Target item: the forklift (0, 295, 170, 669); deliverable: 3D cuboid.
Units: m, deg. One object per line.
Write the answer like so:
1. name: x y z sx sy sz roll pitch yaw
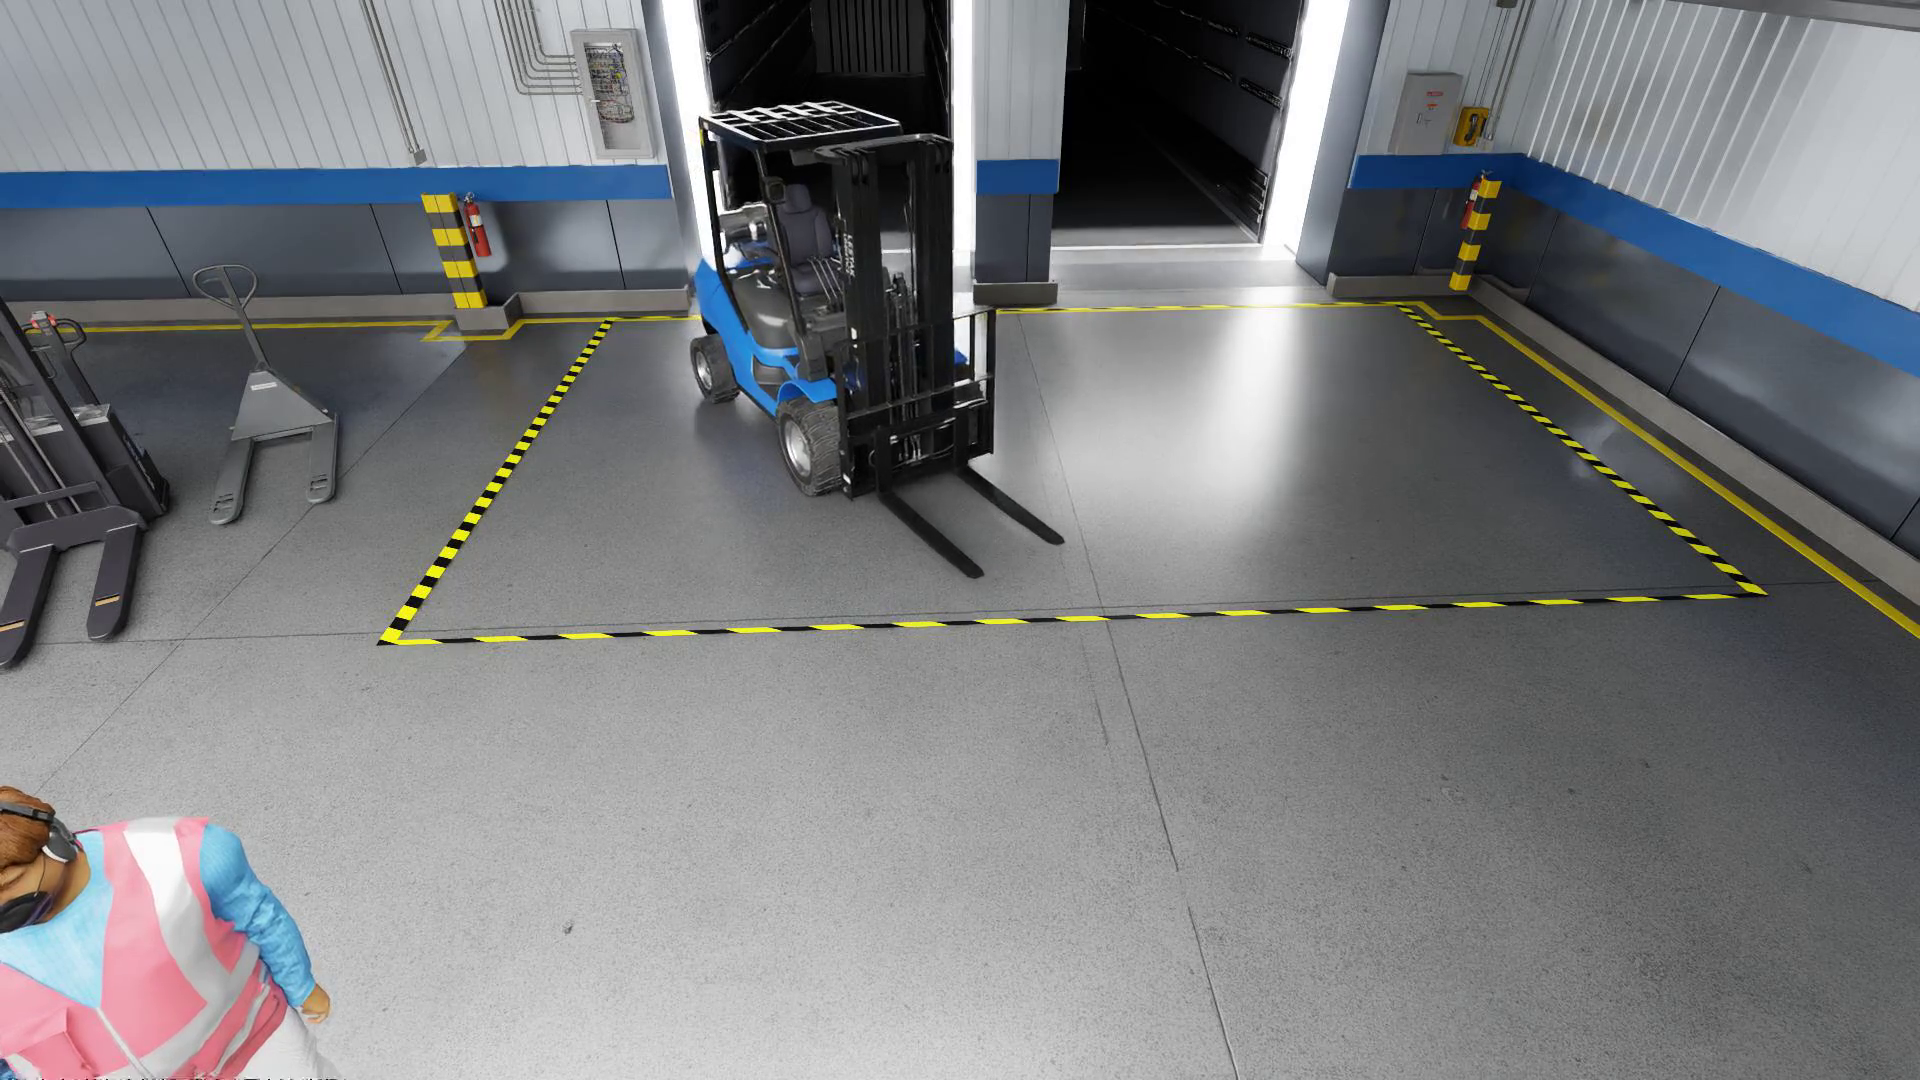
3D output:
1. forklift: -5.212 -0.618 4.878 0.823 1.965 1.885 -20 39 -26

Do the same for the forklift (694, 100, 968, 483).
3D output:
1. forklift: -0.971 -1.858 6.348 1.157 2.036 2.680 -21 40 -27

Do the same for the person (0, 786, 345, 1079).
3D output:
1. person: -1.947 1.272 2.297 0.624 1.843 0.430 -25 42 -31

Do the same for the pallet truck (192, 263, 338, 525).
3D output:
1. pallet truck: -4.778 -1.027 6.128 0.680 1.201 1.601 -17 38 -23
